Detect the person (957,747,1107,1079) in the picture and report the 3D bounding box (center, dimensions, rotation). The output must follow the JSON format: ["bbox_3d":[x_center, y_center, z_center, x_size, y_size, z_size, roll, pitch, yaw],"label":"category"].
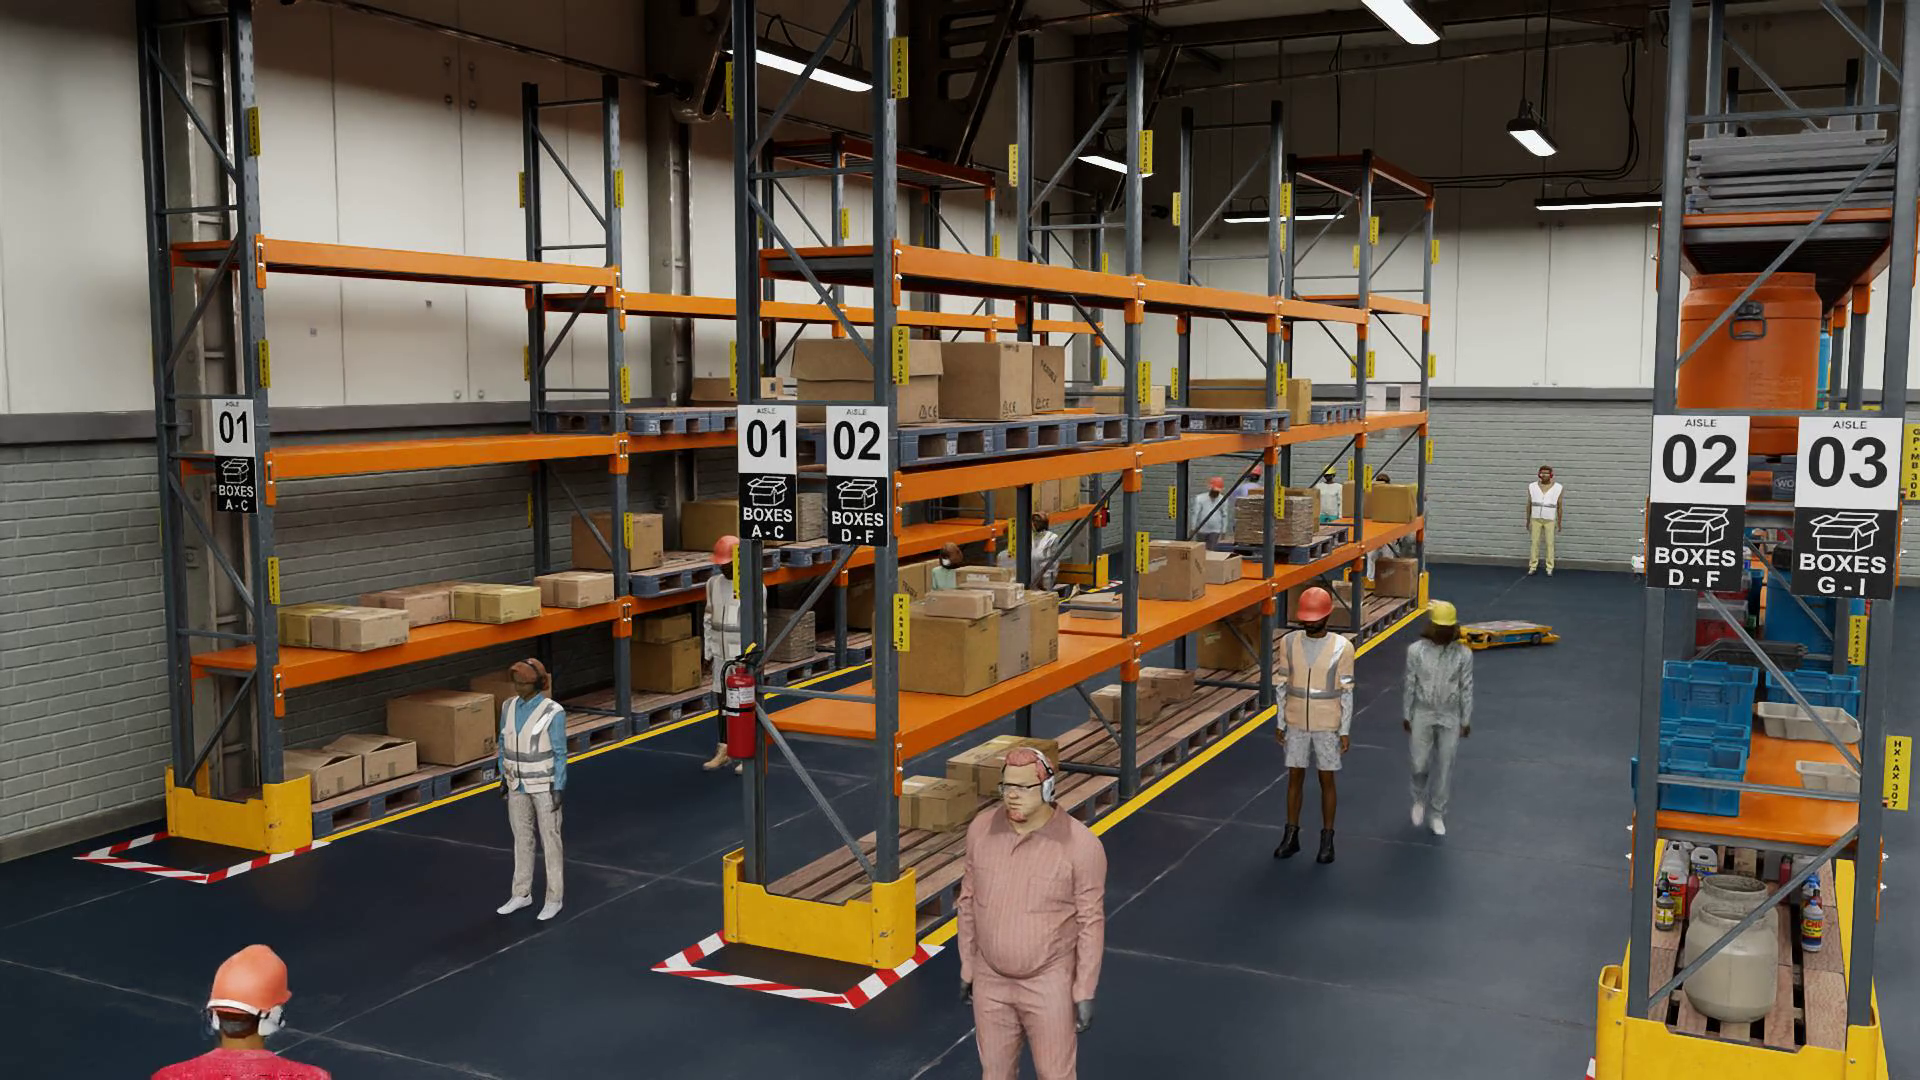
[{"bbox_3d":[0.262,1.784,6.779,0.638,1.910,0.407,3,7,26],"label":"person"}]

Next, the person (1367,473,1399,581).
[{"bbox_3d":[6.436,-0.098,25.402,0.622,1.844,0.429,3,7,26],"label":"person"}]

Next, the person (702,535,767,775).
[{"bbox_3d":[-1.928,0.970,14.089,0.605,2.034,0.387,3,7,26],"label":"person"}]

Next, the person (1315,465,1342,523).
[{"bbox_3d":[6.429,-0.435,29.043,0.523,1.769,0.313,3,7,26],"label":"person"}]

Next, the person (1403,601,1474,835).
[{"bbox_3d":[3.520,1.305,12.218,0.495,1.729,0.365,1,6,7],"label":"person"}]

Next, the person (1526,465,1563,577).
[{"bbox_3d":[9.660,-0.316,27.496,0.563,1.847,0.390,3,7,26],"label":"person"}]

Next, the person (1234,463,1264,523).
[{"bbox_3d":[4.696,-0.290,26.930,0.563,1.911,0.632,2,6,17],"label":"person"}]

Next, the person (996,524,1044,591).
[{"bbox_3d":[0.622,0.730,17.482,0.572,1.814,0.821,4,7,33],"label":"person"}]

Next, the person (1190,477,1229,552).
[{"bbox_3d":[4.005,-0.177,26.776,0.622,1.709,0.524,0,6,-3],"label":"person"}]

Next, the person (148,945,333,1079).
[{"bbox_3d":[-2.090,2.053,4.970,0.595,1.724,0.657,0,6,-2],"label":"person"}]

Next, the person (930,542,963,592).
[{"bbox_3d":[-0.103,0.829,17.391,0.498,1.633,0.285,3,7,26],"label":"person"}]

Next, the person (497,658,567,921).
[{"bbox_3d":[-2.670,1.545,10.396,0.513,1.640,0.309,3,7,26],"label":"person"}]

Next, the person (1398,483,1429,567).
[{"bbox_3d":[6.848,-0.015,25.274,0.502,1.683,0.806,-1,6,-8],"label":"person"}]

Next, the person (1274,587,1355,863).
[{"bbox_3d":[2.456,1.280,11.588,0.543,1.928,0.370,3,7,26],"label":"person"}]

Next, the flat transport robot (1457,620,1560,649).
[{"bbox_3d":[6.690,1.166,20.667,1.431,0.197,0.652,-3,7,-28],"label":"flat transport robot"}]

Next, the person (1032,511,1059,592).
[{"bbox_3d":[1.008,0.454,21.000,0.513,1.641,0.309,3,7,26],"label":"person"}]
